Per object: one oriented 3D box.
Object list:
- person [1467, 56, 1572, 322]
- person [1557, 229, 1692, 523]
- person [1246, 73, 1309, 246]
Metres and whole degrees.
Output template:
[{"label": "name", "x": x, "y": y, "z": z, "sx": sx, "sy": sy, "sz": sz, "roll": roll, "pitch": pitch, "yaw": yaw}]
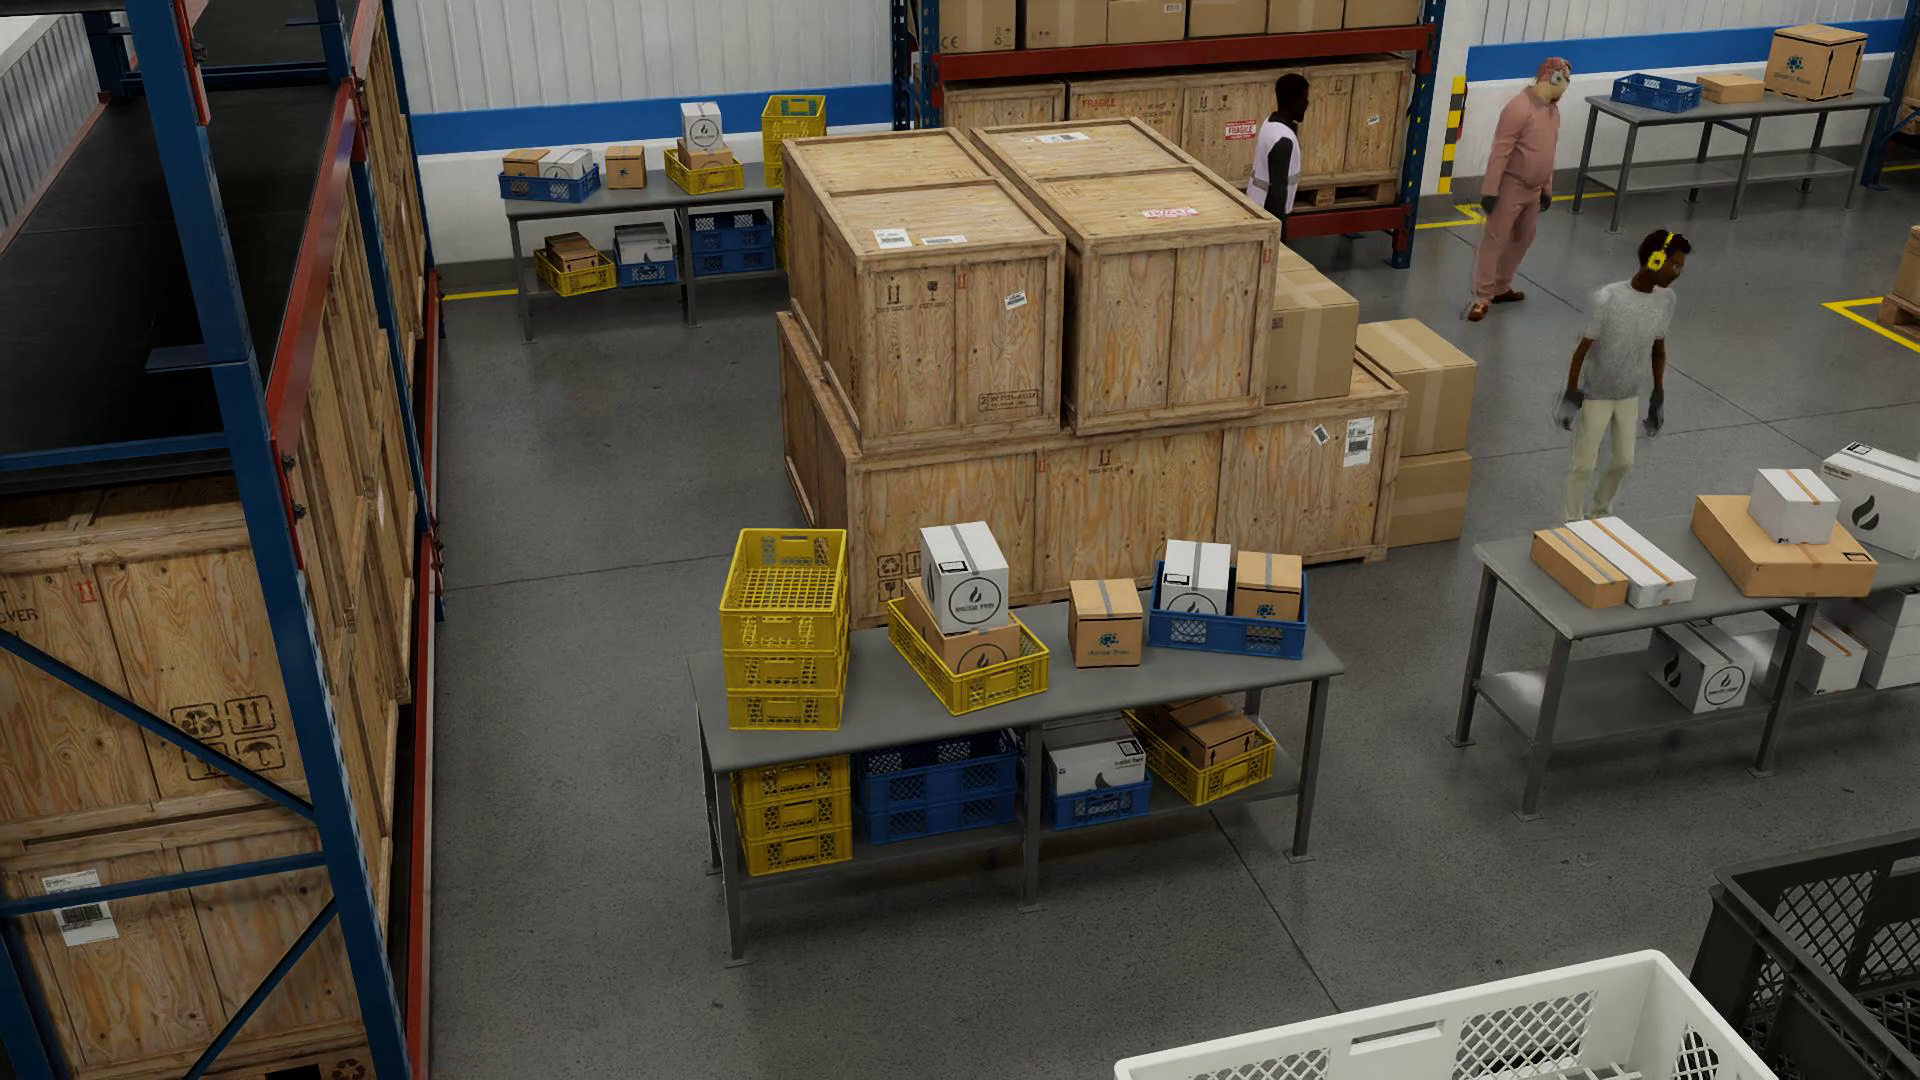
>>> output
[{"label": "person", "x": 4.036, "y": -2.522, "z": 12.038, "sx": 0.753, "sy": 1.863, "sz": 0.397, "roll": -22, "pitch": 36, "yaw": -35}, {"label": "person", "x": 3.466, "y": -0.763, "z": 8.865, "sx": 0.620, "sy": 1.839, "sz": 0.360, "roll": -5, "pitch": 29, "yaw": -10}, {"label": "person", "x": 2.160, "y": -2.265, "z": 11.516, "sx": 0.386, "sy": 1.915, "sz": 0.589, "roll": 2, "pitch": 29, "yaw": 4}]
